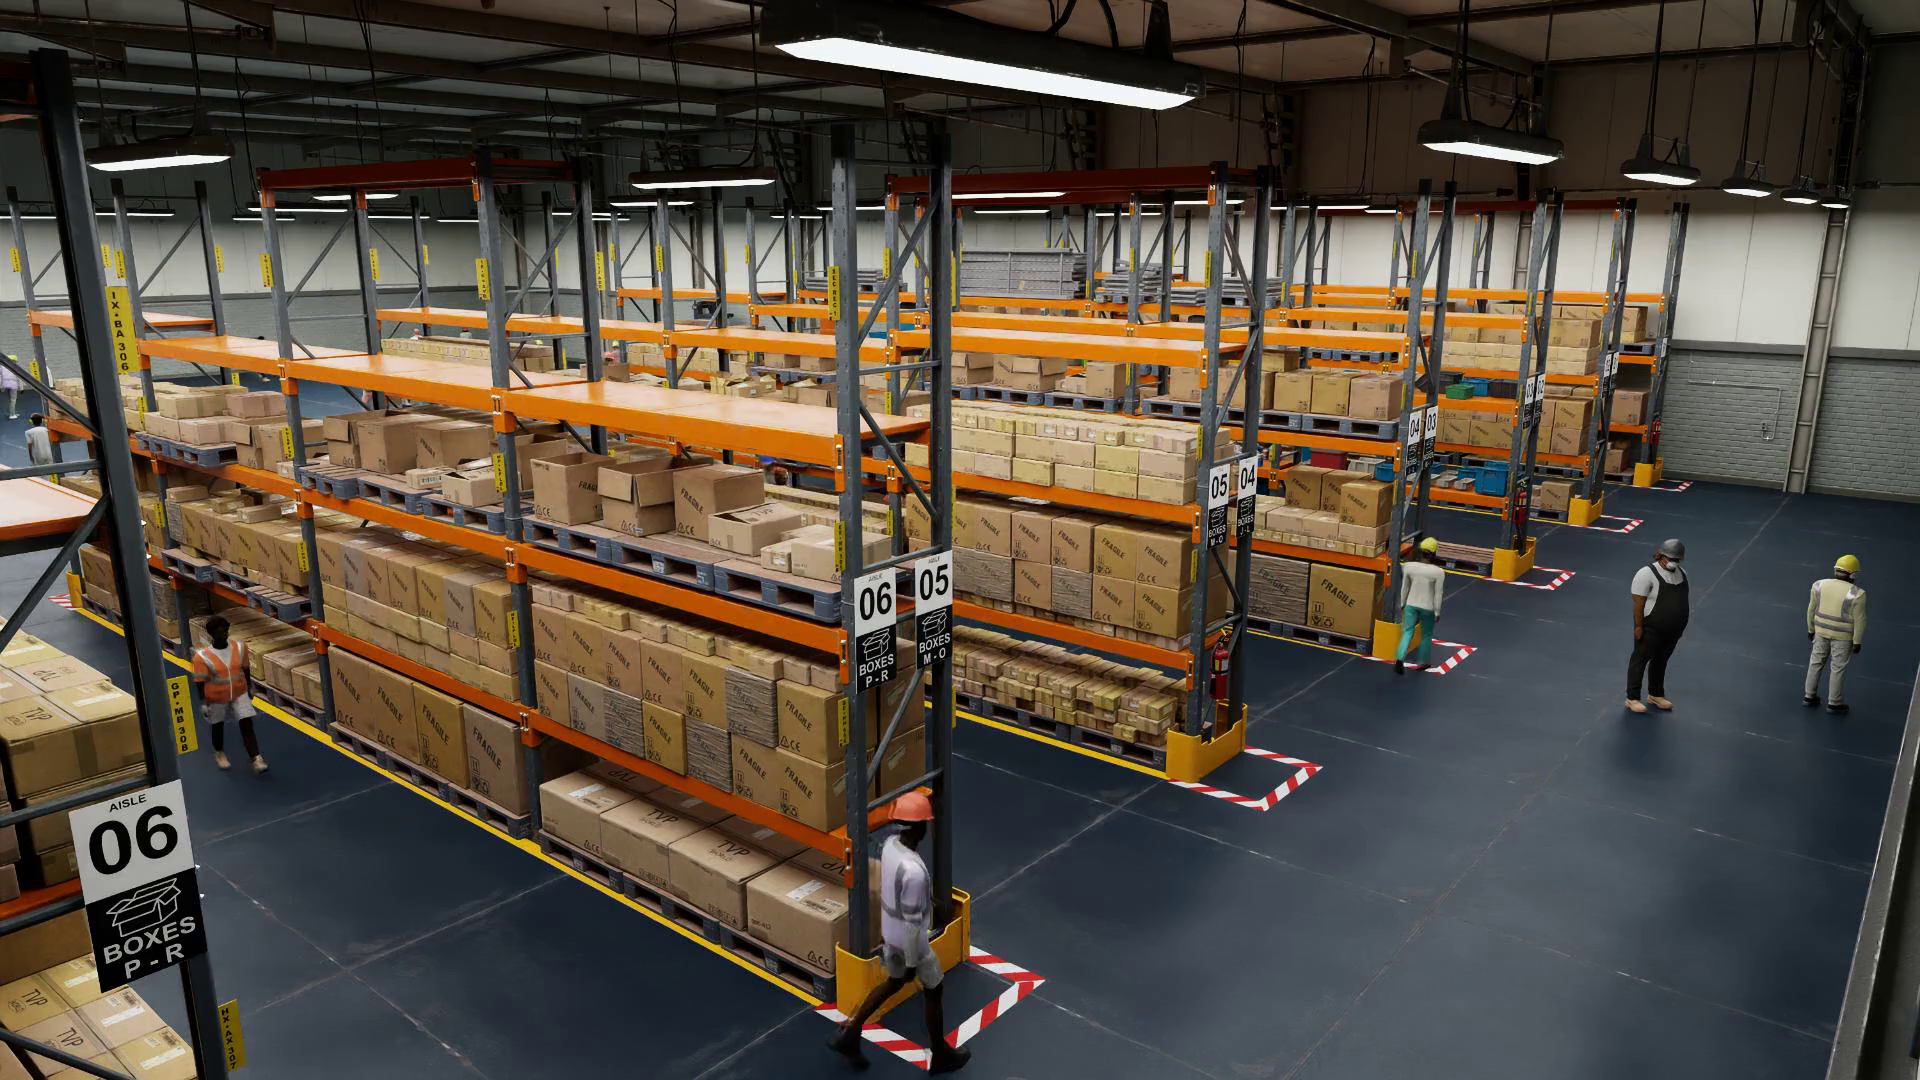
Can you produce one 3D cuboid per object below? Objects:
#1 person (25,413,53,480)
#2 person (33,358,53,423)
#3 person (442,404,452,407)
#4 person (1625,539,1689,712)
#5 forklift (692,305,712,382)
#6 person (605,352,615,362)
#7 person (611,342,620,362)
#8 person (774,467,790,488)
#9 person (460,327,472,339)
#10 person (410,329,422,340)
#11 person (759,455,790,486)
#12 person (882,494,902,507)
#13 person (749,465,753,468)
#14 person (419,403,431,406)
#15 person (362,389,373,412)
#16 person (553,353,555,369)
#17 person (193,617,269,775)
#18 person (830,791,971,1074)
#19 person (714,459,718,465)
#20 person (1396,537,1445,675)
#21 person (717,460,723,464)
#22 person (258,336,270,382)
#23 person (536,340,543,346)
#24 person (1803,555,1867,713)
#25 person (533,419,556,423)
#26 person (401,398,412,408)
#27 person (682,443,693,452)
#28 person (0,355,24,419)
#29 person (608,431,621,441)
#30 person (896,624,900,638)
[{"bbox_3d":[-18.810,-1.702,25.859,1.015,1.821,0.538,13,19,43],"label":"person"},{"bbox_3d":[-26.528,-4.391,36.536,0.375,1.995,0.611,-13,19,-43],"label":"person"},{"bbox_3d":[-11.253,-2.209,27.860,0.704,1.843,0.577,5,15,21],"label":"person"},{"bbox_3d":[8.038,0.985,14.414,0.672,2.000,0.536,-4,14,-16],"label":"person"},{"bbox_3d":[-9.511,-7.392,47.124,1.873,2.768,1.129,11,17,38],"label":"forklift"},{"bbox_3d":[-10.526,-4.736,38.162,0.959,1.889,0.576,0,14,-1],"label":"person"},{"bbox_3d":[-11.989,-6.033,43.831,0.868,1.721,0.551,9,16,33],"label":"person"},{"bbox_3d":[-2.730,-0.209,19.615,0.745,1.856,0.594,8,16,29],"label":"person"},{"bbox_3d":[-20.626,-8.123,52.640,0.507,1.633,0.276,-13,19,-43],"label":"person"},{"bbox_3d":[-20.345,-6.975,47.339,0.641,1.913,0.407,-11,17,-37],"label":"person"},{"bbox_3d":[-3.109,-0.555,20.937,0.635,1.939,0.546,2,14,9],"label":"person"},{"bbox_3d":[-0.981,0.331,17.162,0.855,1.961,0.662,12,18,40],"label":"person"},{"bbox_3d":[-4.789,-2.555,29.602,0.540,1.695,0.317,-6,15,-24],"label":"person"},{"bbox_3d":[-16.386,-4.757,38.471,0.597,1.798,0.860,5,14,18],"label":"person"},{"bbox_3d":[-16.952,-4.205,36.023,0.645,1.869,0.865,4,14,17],"label":"person"},{"bbox_3d":[-12.432,-4.821,38.644,0.656,1.829,0.449,7,15,27],"label":"person"},{"bbox_3d":[-7.377,1.579,12.685,0.893,1.642,0.553,12,18,40],"label":"person"},{"bbox_3d":[-0.417,2.562,8.160,0.839,1.895,0.545,-6,15,-25],"label":"person"},{"bbox_3d":[-5.753,-2.487,28.843,0.594,1.926,0.366,-7,15,-25],"label":"person"},{"bbox_3d":[5.694,0.822,15.614,0.530,1.737,0.757,11,17,37],"label":"person"},{"bbox_3d":[-5.573,-2.631,29.620,0.666,1.852,0.588,7,15,26],"label":"person"},{"bbox_3d":[-25.917,-6.744,46.852,0.375,1.680,0.564,-8,16,-29],"label":"person"},{"bbox_3d":[-14.930,-6.255,44.748,0.843,1.736,0.529,9,16,32],"label":"person"},{"bbox_3d":[10.047,1.063,14.442,0.404,1.828,0.602,-7,15,-25],"label":"person"},{"bbox_3d":[-9.975,-2.813,30.363,0.622,1.845,0.429,-7,15,-25],"label":"person"},{"bbox_3d":[-15.709,-4.145,35.750,0.597,1.886,0.644,13,19,43],"label":"person"},{"bbox_3d":[-4.809,-0.822,21.913,0.855,1.958,0.665,7,15,28],"label":"person"},{"bbox_3d":[-28.194,-4.560,37.500,0.650,1.861,0.794,-1,14,-4],"label":"person"},{"bbox_3d":[-6.781,-1.370,24.925,0.524,1.601,0.745,-11,18,-39],"label":"person"},{"bbox_3d":[-0.987,1.185,14.025,0.964,1.792,0.621,9,16,32],"label":"person"}]
